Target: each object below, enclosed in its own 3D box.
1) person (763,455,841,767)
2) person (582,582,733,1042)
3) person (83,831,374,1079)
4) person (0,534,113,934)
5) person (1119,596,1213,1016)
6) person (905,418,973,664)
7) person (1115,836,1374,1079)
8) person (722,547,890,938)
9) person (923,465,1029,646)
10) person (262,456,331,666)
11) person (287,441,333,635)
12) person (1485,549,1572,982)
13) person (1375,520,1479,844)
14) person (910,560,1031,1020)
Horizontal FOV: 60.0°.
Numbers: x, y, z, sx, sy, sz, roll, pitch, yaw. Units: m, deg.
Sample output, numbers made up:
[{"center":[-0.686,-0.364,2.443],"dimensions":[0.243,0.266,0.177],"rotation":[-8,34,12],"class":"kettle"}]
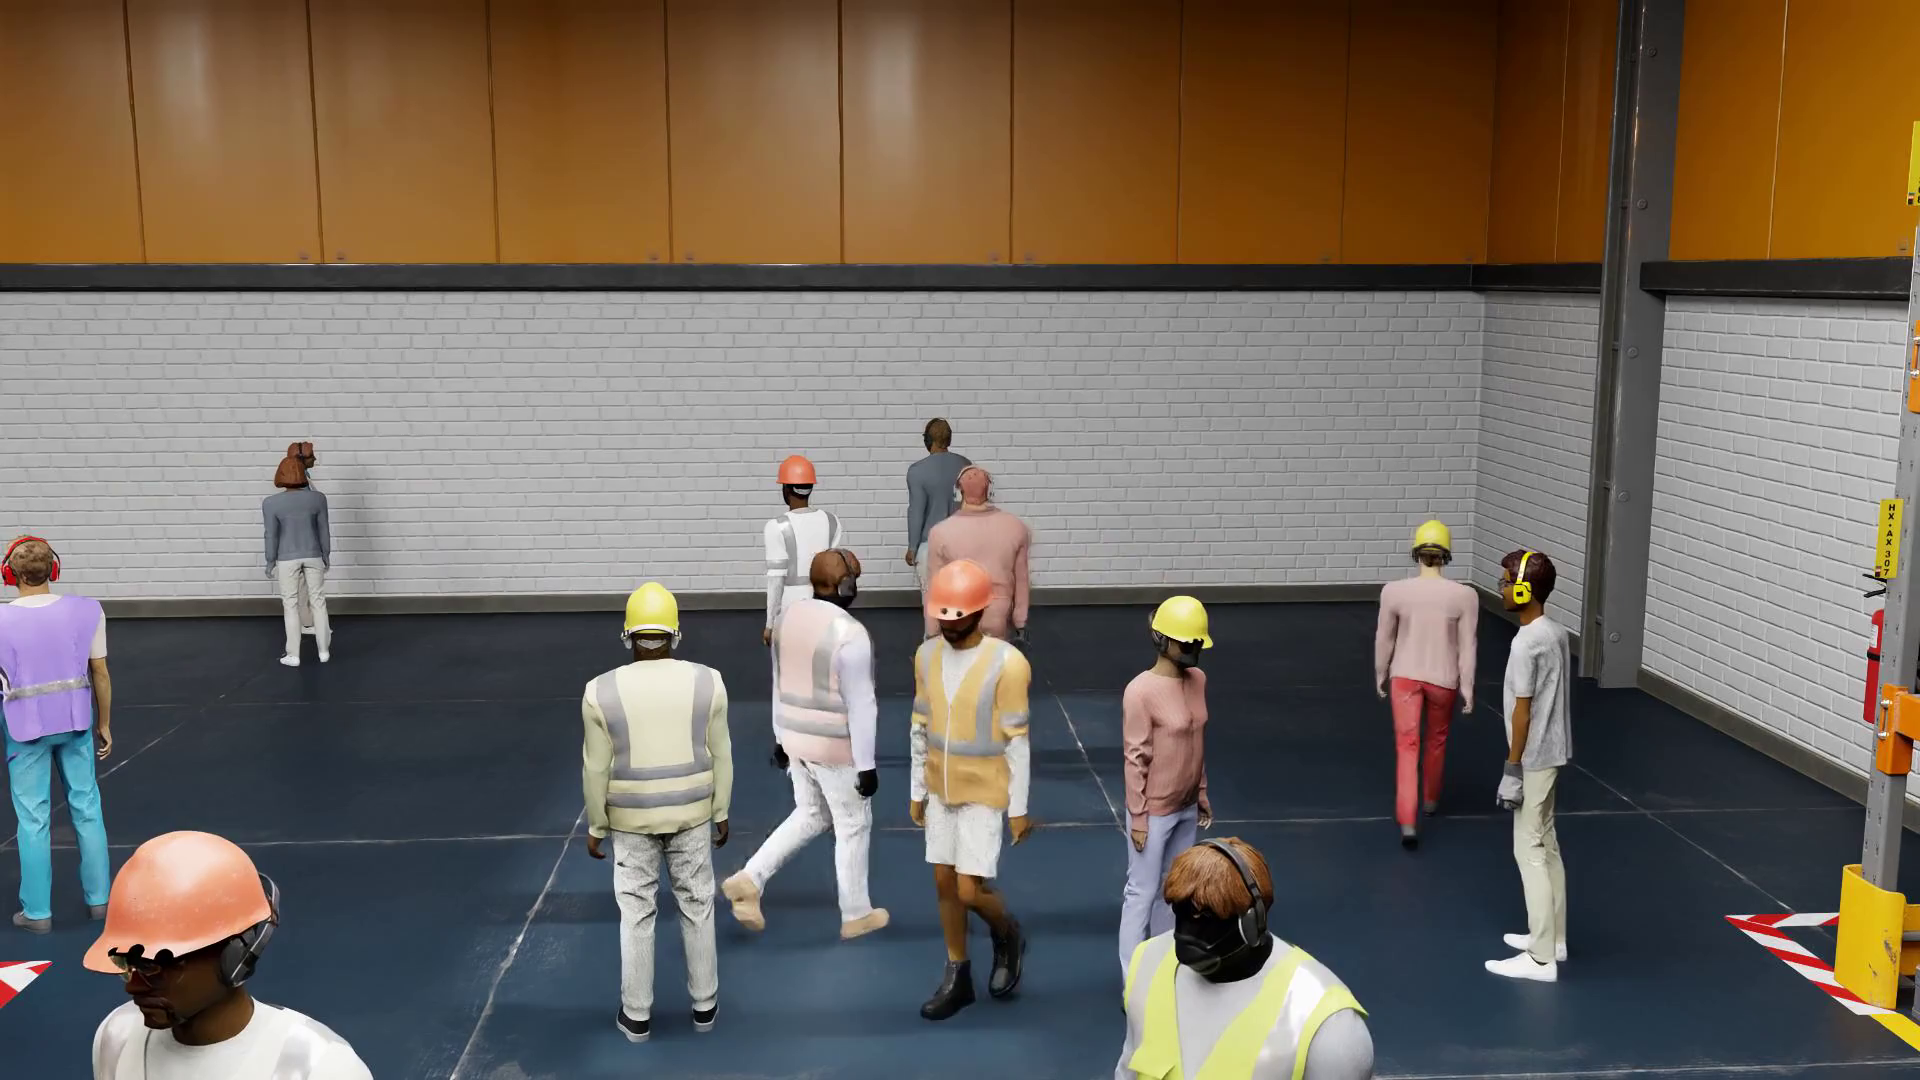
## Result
[{"center":[-0.991,0.443,10.261],"dimensions":[0.551,1.934,0.373],"rotation":[-8,12,-41],"class":"person"},{"center":[-1.198,1.076,6.608],"dimensions":[0.588,1.835,0.403],"rotation":[-3,9,-17],"class":"person"},{"center":[-1.375,1.529,3.111],"dimensions":[0.614,2.043,0.374],"rotation":[3,10,18],"class":"person"},{"center":[-4.216,0.896,7.689],"dimensions":[0.565,1.850,0.390],"rotation":[-9,12,-43],"class":"person"},{"center":[0.858,1.089,6.764],"dimensions":[0.325,1.760,0.523],"rotation":[8,12,40],"class":"person"},{"center":[-0.166,0.017,12.933],"dimensions":[0.631,1.940,0.372],"rotation":[-7,12,-39],"class":"person"},{"center":[0.590,1.543,3.708],"dimensions":[0.634,1.831,0.429],"rotation":[9,13,44],"class":"person"},{"center":[-0.673,0.941,7.523],"dimensions":[0.680,1.816,0.659],"rotation":[-8,12,-40],"class":"person"},{"center":[0.086,0.488,10.090],"dimensions":[0.666,1.895,0.427],"rotation":[-3,10,-18],"class":"person"},{"center":[-5.153,0.165,12.952],"dimensions":[0.498,1.634,0.278],"rotation":[-7,11,-37],"class":"person"},{"center":[-5.539,-0.015,14.066],"dimensions":[0.309,1.641,0.513],"rotation":[-5,10,-29],"class":"person"},{"center":[2.492,0.969,7.243],"dimensions":[0.372,1.856,0.525],"rotation":[6,11,31],"class":"person"},{"center":[2.514,0.753,9.014],"dimensions":[0.534,1.718,0.942],"rotation":[3,9,16],"class":"person"},{"center":[0.024,1.012,6.748],"dimensions":[0.570,1.915,0.470],"rotation":[7,11,38],"class":"person"}]
